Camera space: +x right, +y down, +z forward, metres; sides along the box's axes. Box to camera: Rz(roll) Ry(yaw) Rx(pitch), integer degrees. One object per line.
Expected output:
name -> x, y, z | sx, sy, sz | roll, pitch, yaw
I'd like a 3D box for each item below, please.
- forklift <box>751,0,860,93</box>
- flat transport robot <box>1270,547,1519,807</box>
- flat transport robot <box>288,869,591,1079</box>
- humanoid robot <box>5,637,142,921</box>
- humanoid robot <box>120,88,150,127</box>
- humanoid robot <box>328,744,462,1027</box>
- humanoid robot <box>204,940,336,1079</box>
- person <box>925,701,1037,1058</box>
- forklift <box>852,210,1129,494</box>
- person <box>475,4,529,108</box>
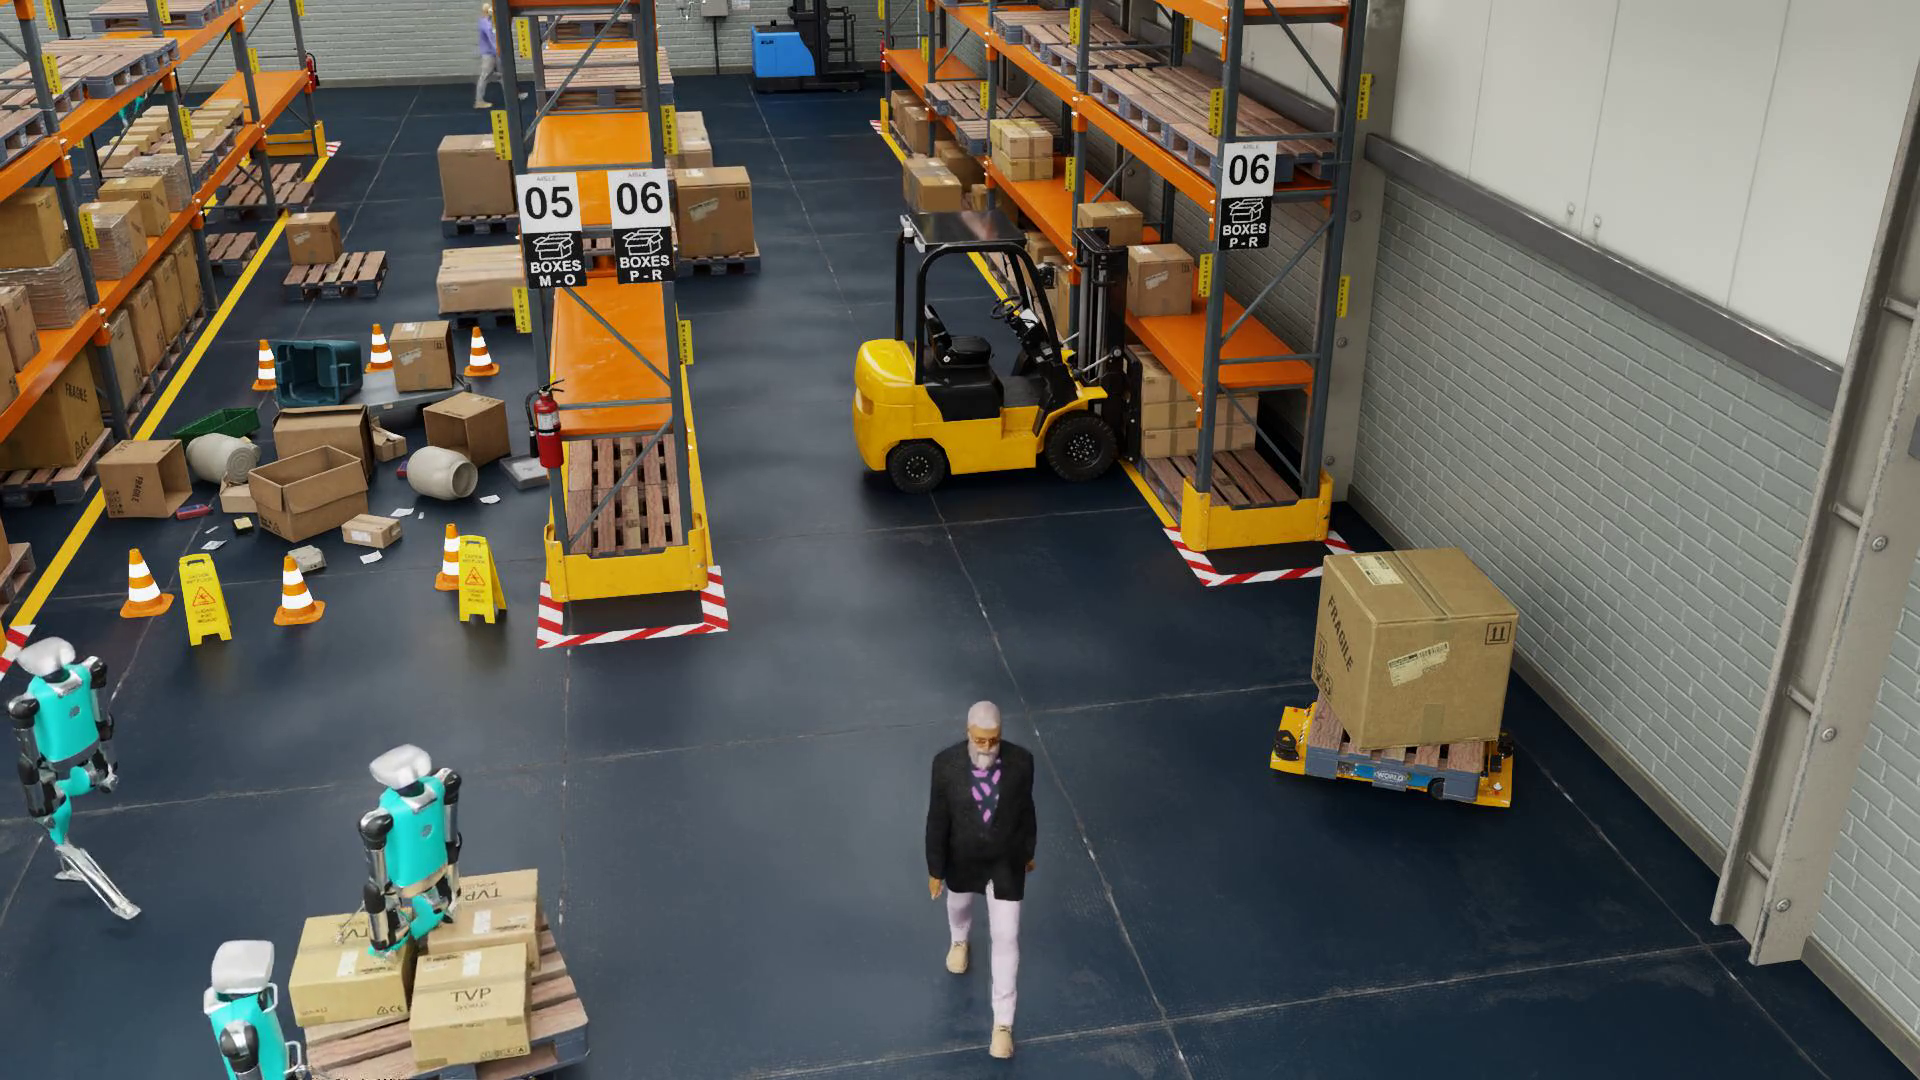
forklift -> -2.872, -9.679, 30.288 | 1.873, 2.768, 1.129 | -5, 26, -10
flat transport robot -> 2.709, 1.312, 10.398 | 1.431, 0.231, 0.659 | 8, 27, 16
flat transport robot -> -2.507, 2.432, 8.063 | 0.659, 0.231, 1.431 | -11, 28, -22
humanoid robot -> -4.824, 1.248, 8.812 | 0.958, 1.726, 0.544 | 12, 28, 23
humanoid robot -> -13.017, -6.964, 26.051 | 0.556, 1.879, 0.795 | -22, 33, -38
humanoid robot -> -2.669, 1.706, 7.848 | 0.693, 1.761, 0.549 | 15, 29, 28
humanoid robot -> -2.518, 2.331, 6.639 | 0.666, 1.851, 0.542 | -10, 27, -19
person -> 0.103, 1.547, 8.154 | 0.545, 1.797, 1.006 | -1, 26, -1
forklift -> 0.216, -1.659, 14.366 | 2.313, 2.155, 1.214 | -5, 26, -10
person -> -8.104, -8.442, 28.997 | 0.970, 1.742, 0.623 | -10, 27, -19
